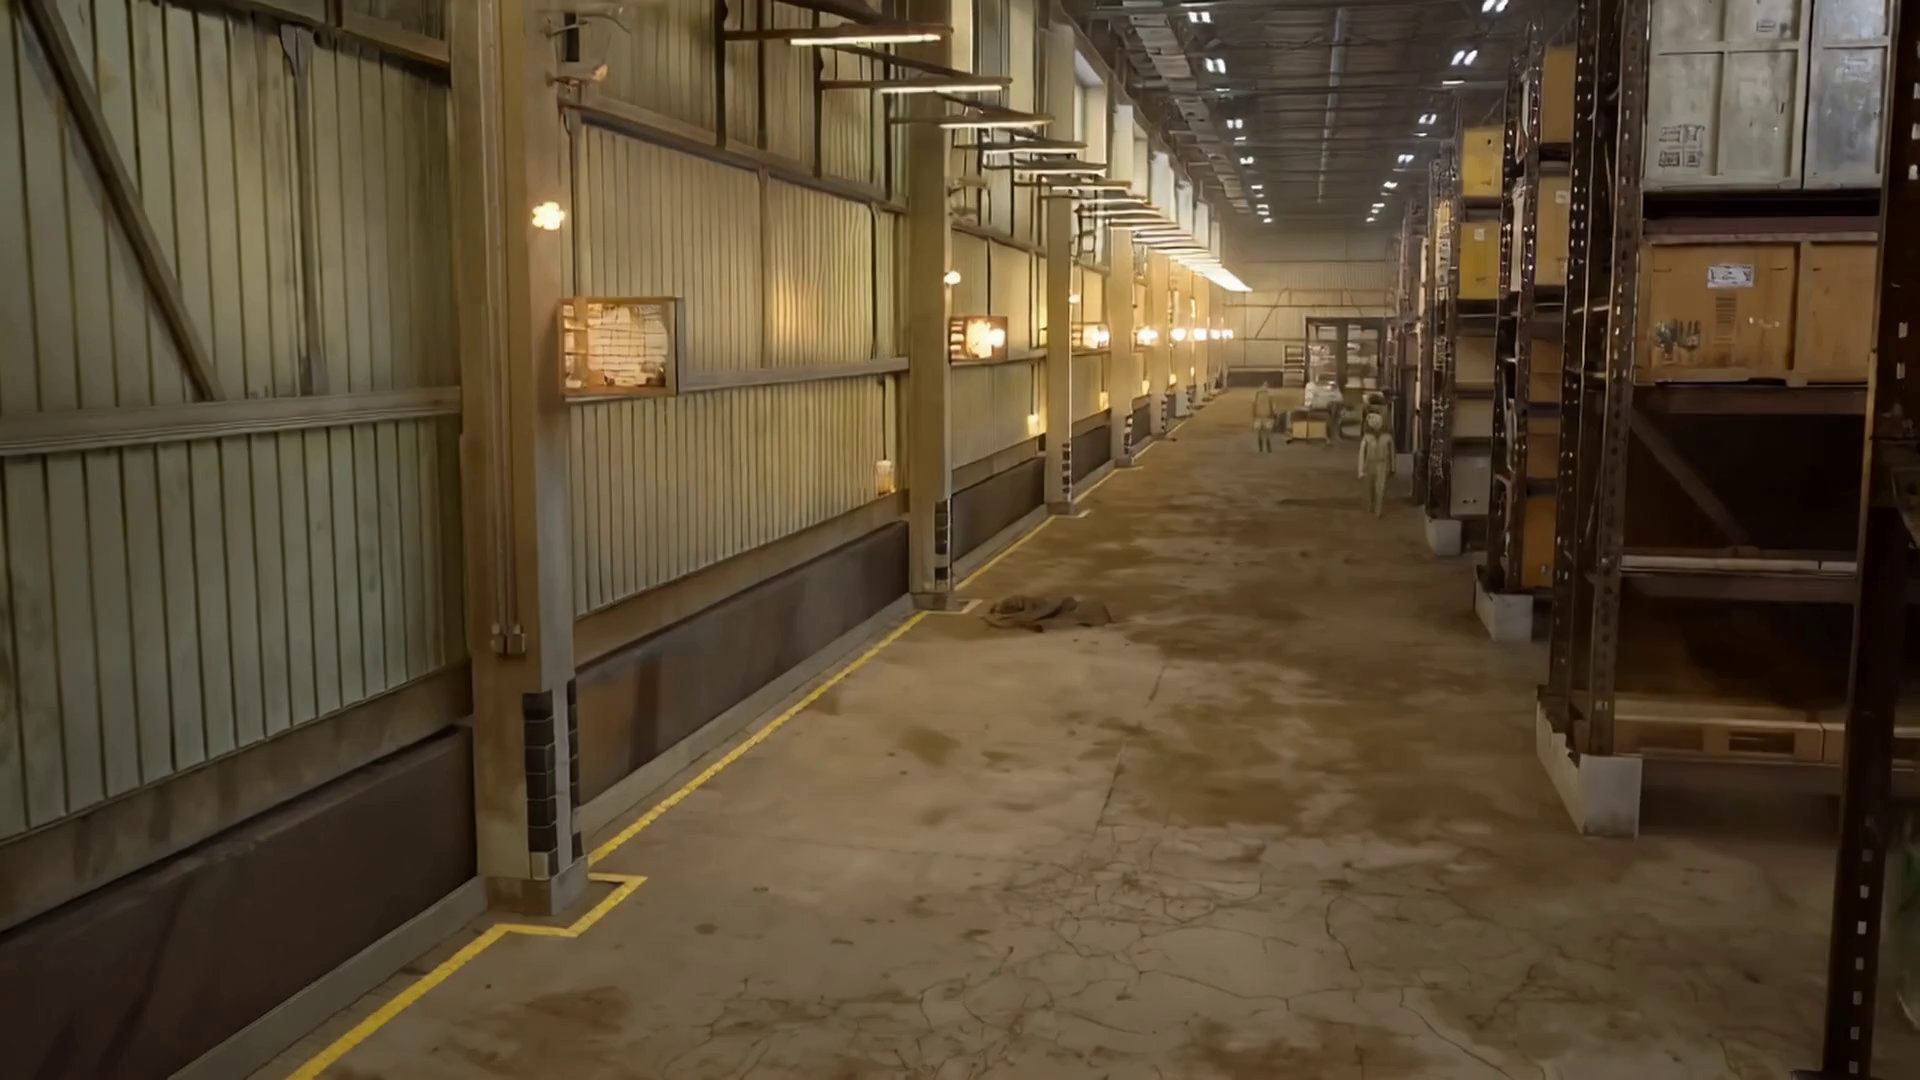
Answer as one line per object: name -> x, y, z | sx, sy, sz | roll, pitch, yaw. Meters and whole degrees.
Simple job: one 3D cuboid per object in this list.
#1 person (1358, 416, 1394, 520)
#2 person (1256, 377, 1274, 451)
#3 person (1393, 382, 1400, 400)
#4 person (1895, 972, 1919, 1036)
person -> 6.924, -1.215, 27.695 | 0.570, 1.730, 0.741 | 2, 7, 15
person -> 7.957, -3.270, 43.314 | 0.379, 1.937, 0.548 | -6, 9, -38
person -> 12.372, -3.599, 46.767 | 0.346, 1.735, 0.485 | -5, 9, -36
person -> 4.415, 1.429, 7.009 | 0.514, 1.607, 0.785 | -3, 8, -24
